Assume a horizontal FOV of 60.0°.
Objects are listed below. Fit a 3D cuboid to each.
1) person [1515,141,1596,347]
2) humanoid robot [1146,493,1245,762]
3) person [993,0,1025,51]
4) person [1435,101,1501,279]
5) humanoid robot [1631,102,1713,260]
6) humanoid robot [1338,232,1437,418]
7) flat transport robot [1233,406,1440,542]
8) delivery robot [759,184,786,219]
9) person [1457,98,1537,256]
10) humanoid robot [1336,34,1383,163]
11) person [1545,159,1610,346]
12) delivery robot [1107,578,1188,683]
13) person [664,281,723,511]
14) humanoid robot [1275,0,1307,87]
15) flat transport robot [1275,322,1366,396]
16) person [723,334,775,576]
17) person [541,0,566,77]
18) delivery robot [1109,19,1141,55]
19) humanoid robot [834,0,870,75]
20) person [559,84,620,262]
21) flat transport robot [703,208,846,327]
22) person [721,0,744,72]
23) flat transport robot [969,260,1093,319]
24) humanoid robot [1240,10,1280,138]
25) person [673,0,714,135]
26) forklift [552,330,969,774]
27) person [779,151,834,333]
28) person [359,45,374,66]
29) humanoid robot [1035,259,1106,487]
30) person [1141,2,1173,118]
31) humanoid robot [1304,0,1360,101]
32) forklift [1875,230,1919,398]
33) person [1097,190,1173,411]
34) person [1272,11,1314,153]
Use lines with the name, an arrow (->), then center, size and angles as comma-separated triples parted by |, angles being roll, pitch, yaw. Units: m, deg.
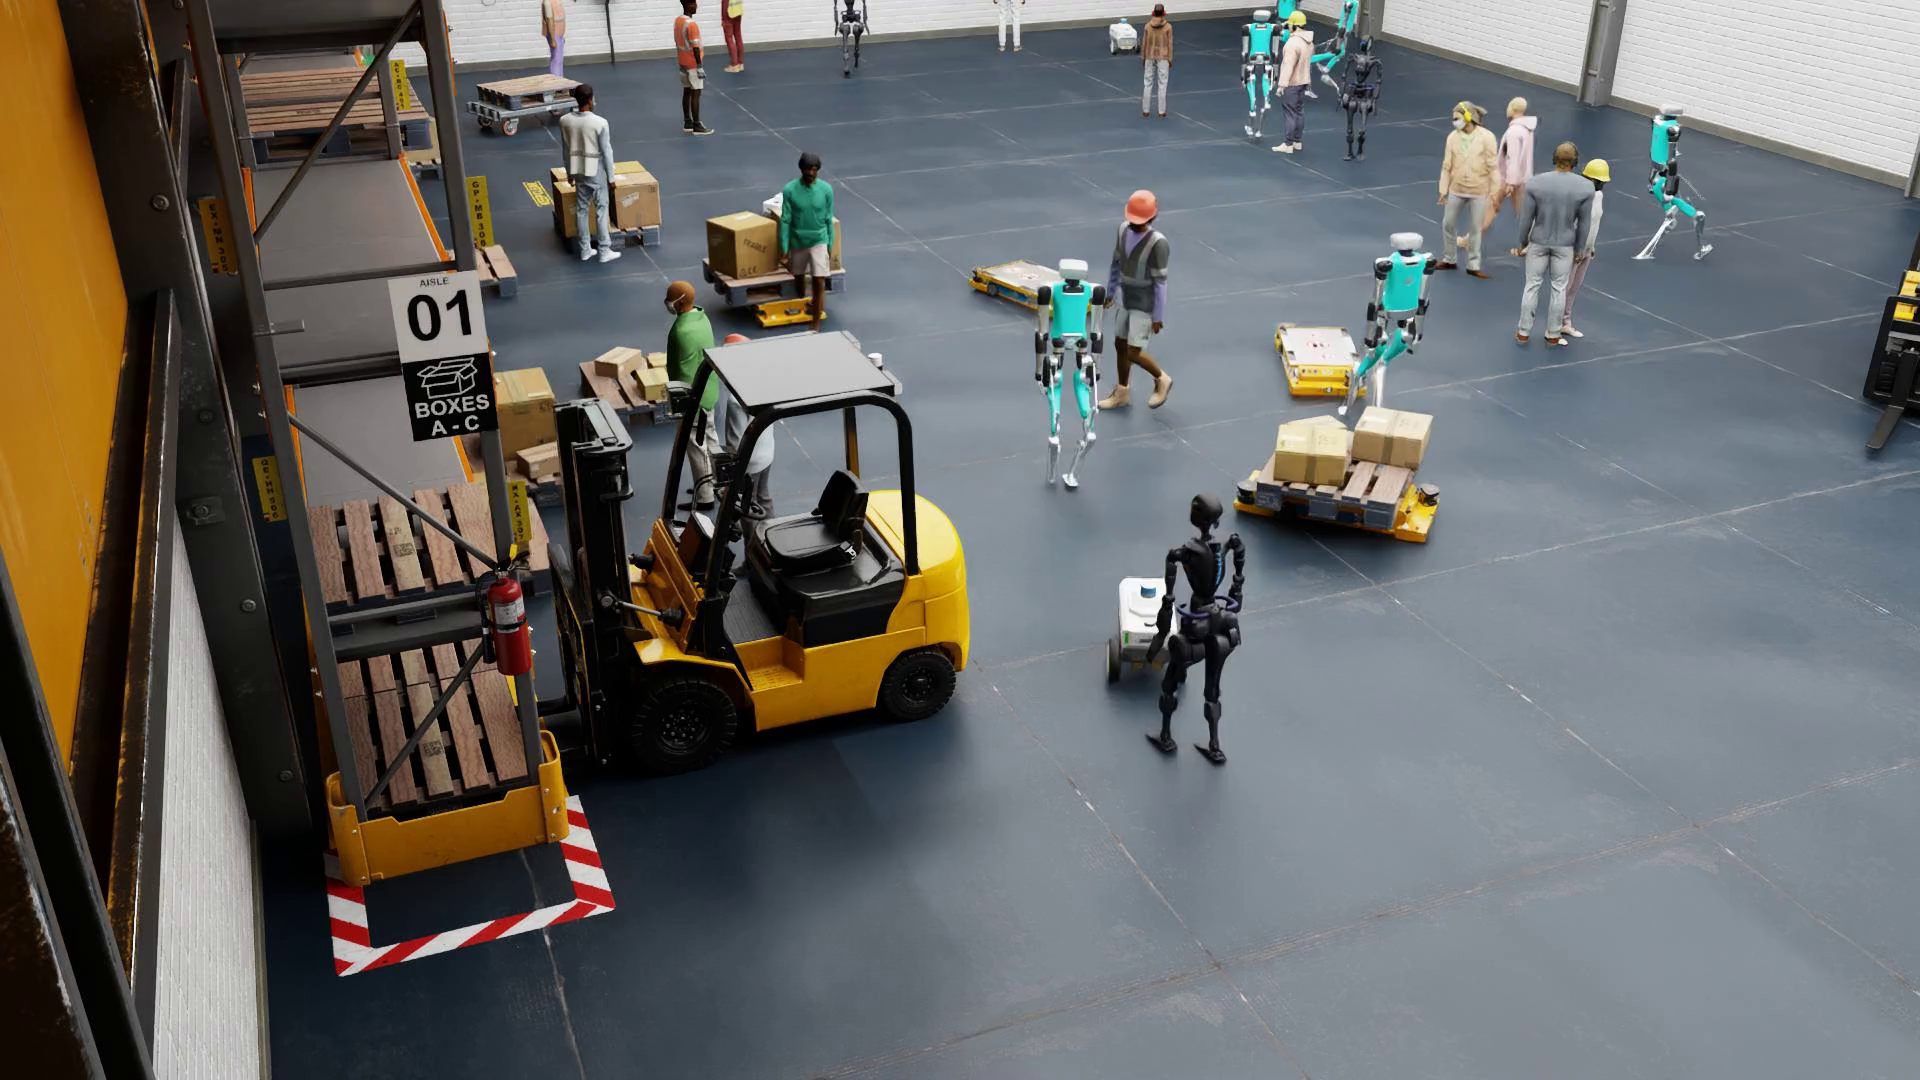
person -> 5.562, -2.770, 15.643 | 0.630, 1.936, 0.363 | 10, 28, 18
humanoid robot -> 1.355, 0.488, 9.451 | 0.602, 1.643, 0.464 | -12, 29, -23
person -> 0.866, -9.569, 29.226 | 0.579, 1.879, 0.340 | 2, 27, 4
person -> 5.431, -3.688, 17.581 | 0.695, 1.850, 0.371 | 18, 32, 31
humanoid robot -> 7.897, -3.871, 18.074 | 0.978, 1.764, 0.561 | -2, 27, -4
humanoid robot -> 3.501, -1.724, 13.891 | 0.535, 1.869, 0.799 | -7, 28, -14
flat transport robot -> 2.855, -0.307, 12.599 | 1.431, 0.231, 0.659 | 11, 29, 21
delivery robot -> -1.972, -3.817, 19.246 | 0.517, 0.581, 0.752 | 14, 30, 25
person -> 6.033, -3.990, 18.295 | 0.944, 1.731, 0.563 | 19, 32, 33
humanoid robot -> 5.286, -5.857, 22.065 | 0.585, 1.648, 0.357 | 15, 31, 28
person -> 5.883, -2.735, 15.762 | 0.530, 1.765, 0.326 | -24, 35, -38
delivery robot -> 1.187, 0.556, 10.566 | 0.499, 0.598, 0.779 | 1, 27, 3
person -> -1.993, -1.082, 12.469 | 0.388, 1.778, 0.548 | 3, 27, 6
humanoid robot -> 5.326, -7.952, 26.282 | 0.789, 1.892, 0.545 | -17, 31, -30
flat transport robot -> 3.302, -1.665, 15.299 | 0.659, 0.231, 1.431 | 2, 27, 3
person -> -1.477, -0.587, 11.515 | 0.352, 1.742, 0.572 | 8, 28, 15
person -> -6.253, -7.773, 25.697 | 0.387, 1.841, 0.563 | 1, 27, 2
delivery robot -> 2.884, -8.850, 29.294 | 0.512, 0.613, 0.785 | -4, 27, -8
humanoid robot -> -1.781, -8.511, 27.390 | 0.590, 1.634, 0.754 | 0, 27, 0
person -> -4.023, -3.971, 18.066 | 0.595, 1.909, 0.405 | 9, 28, 17
flat transport robot -> -1.899, -2.497, 16.954 | 0.659, 0.231, 1.431 | -11, 29, -21
person -> -3.777, -8.673, 27.578 | 0.393, 1.772, 0.478 | 19, 32, 32
flat transport robot -> 0.785, -2.590, 17.139 | 0.659, 0.231, 1.431 | -19, 32, -33
humanoid robot -> 4.145, -6.401, 23.087 | 0.538, 1.764, 0.884 | 4, 27, 8
person -> -3.792, -6.738, 23.501 | 0.361, 1.964, 0.612 | -17, 31, -30
forklift -> -1.094, 0.010, 9.831 | 2.313, 2.155, 1.214 | -10, 28, -20
person -> -1.466, -2.845, 15.955 | 0.528, 1.804, 0.986 | -1, 27, -2
person -> -8.642, -6.905, 23.993 | 0.429, 1.821, 0.646 | 15, 30, 27
humanoid robot -> 0.865, -1.183, 12.769 | 0.544, 1.832, 0.754 | -3, 27, -6
person -> 2.894, -7.055, 24.488 | 0.462, 1.648, 0.327 | 8, 28, 15
humanoid robot -> 5.584, -7.532, 25.356 | 1.010, 1.750, 0.546 | 10, 29, 20
forklift -> 9.029, -2.397, 14.618 | 1.214, 2.155, 2.313 | 18, 32, 32
person -> 1.508, -2.023, 14.080 | 0.561, 2.009, 0.761 | -12, 29, -23
person -> 4.551, -6.207, 22.571 | 0.428, 1.859, 0.791 | 16, 31, 28
